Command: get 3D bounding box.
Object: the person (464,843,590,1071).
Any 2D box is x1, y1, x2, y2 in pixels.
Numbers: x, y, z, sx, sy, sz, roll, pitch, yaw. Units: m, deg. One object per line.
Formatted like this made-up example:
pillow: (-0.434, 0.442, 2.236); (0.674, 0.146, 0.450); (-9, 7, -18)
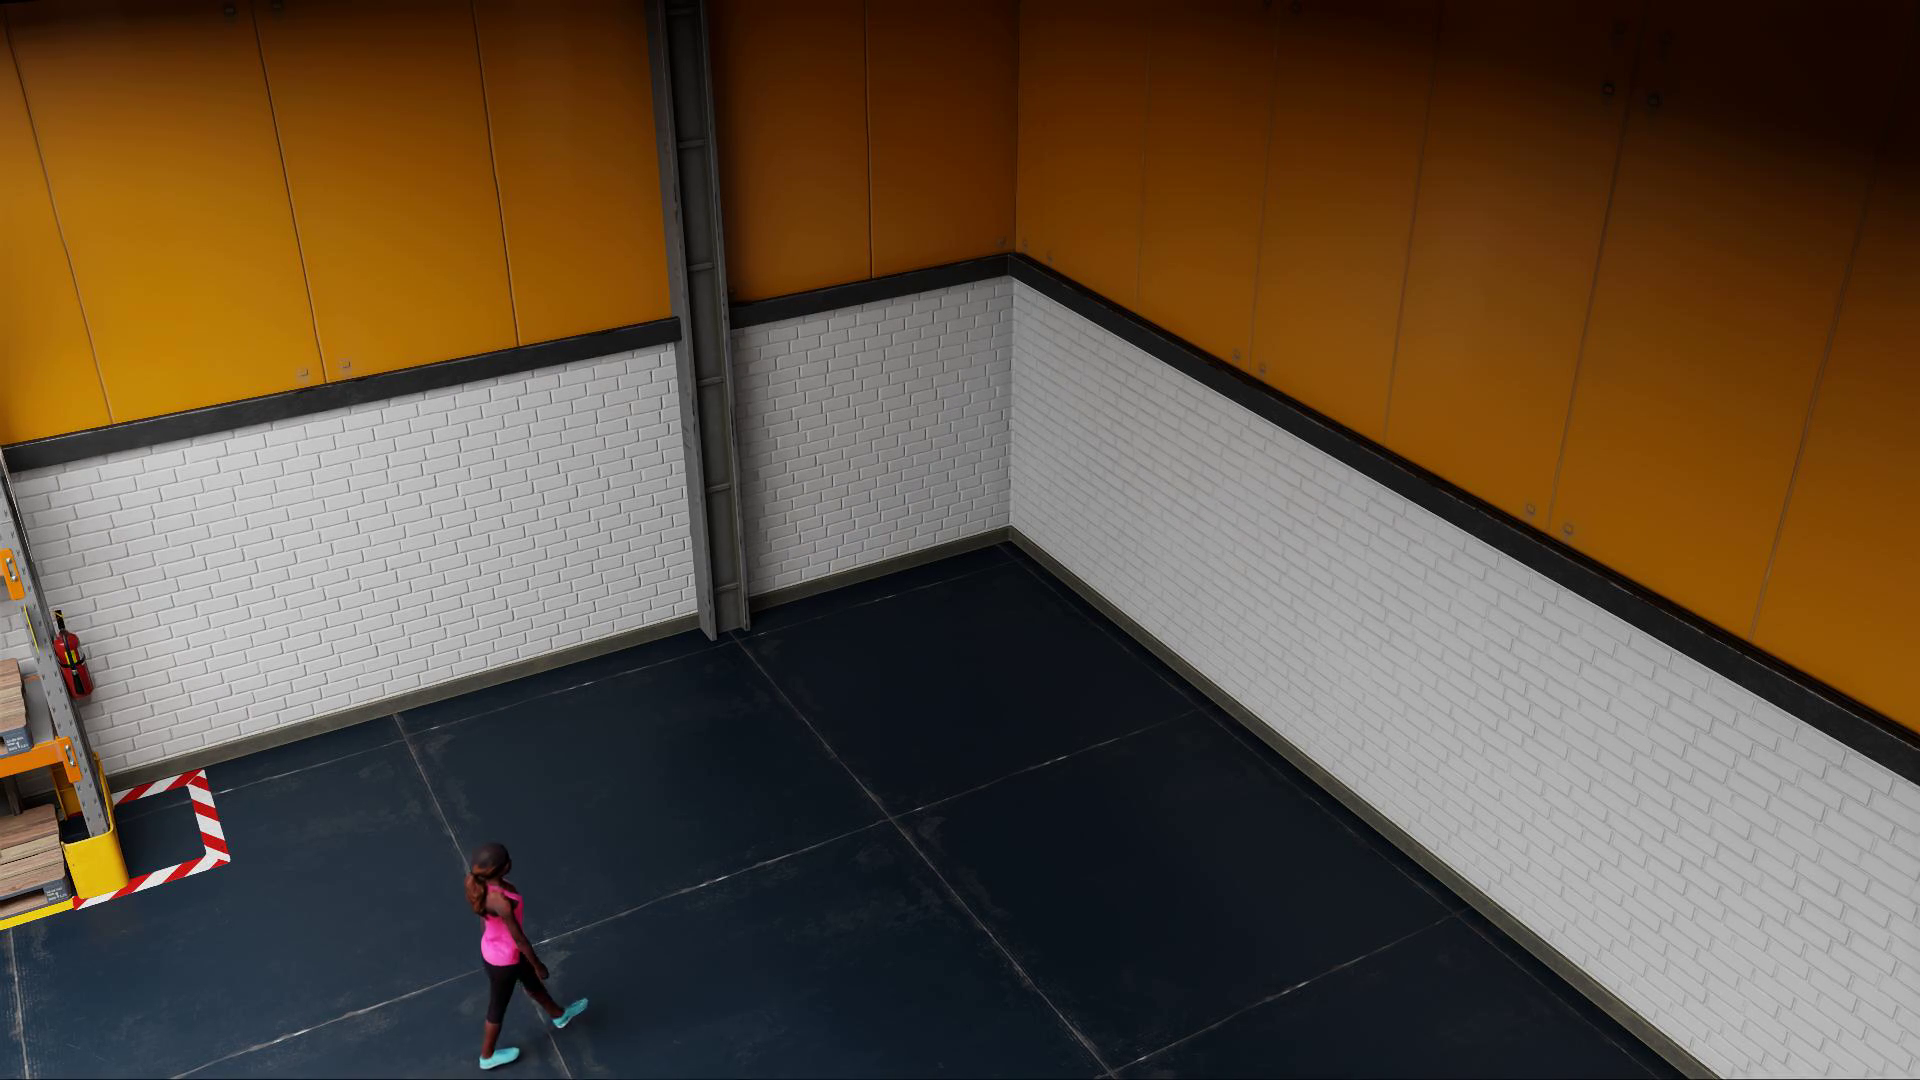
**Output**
person: (-2.917, 2.617, 10.306); (0.976, 1.695, 0.593); (-14, 32, -25)
